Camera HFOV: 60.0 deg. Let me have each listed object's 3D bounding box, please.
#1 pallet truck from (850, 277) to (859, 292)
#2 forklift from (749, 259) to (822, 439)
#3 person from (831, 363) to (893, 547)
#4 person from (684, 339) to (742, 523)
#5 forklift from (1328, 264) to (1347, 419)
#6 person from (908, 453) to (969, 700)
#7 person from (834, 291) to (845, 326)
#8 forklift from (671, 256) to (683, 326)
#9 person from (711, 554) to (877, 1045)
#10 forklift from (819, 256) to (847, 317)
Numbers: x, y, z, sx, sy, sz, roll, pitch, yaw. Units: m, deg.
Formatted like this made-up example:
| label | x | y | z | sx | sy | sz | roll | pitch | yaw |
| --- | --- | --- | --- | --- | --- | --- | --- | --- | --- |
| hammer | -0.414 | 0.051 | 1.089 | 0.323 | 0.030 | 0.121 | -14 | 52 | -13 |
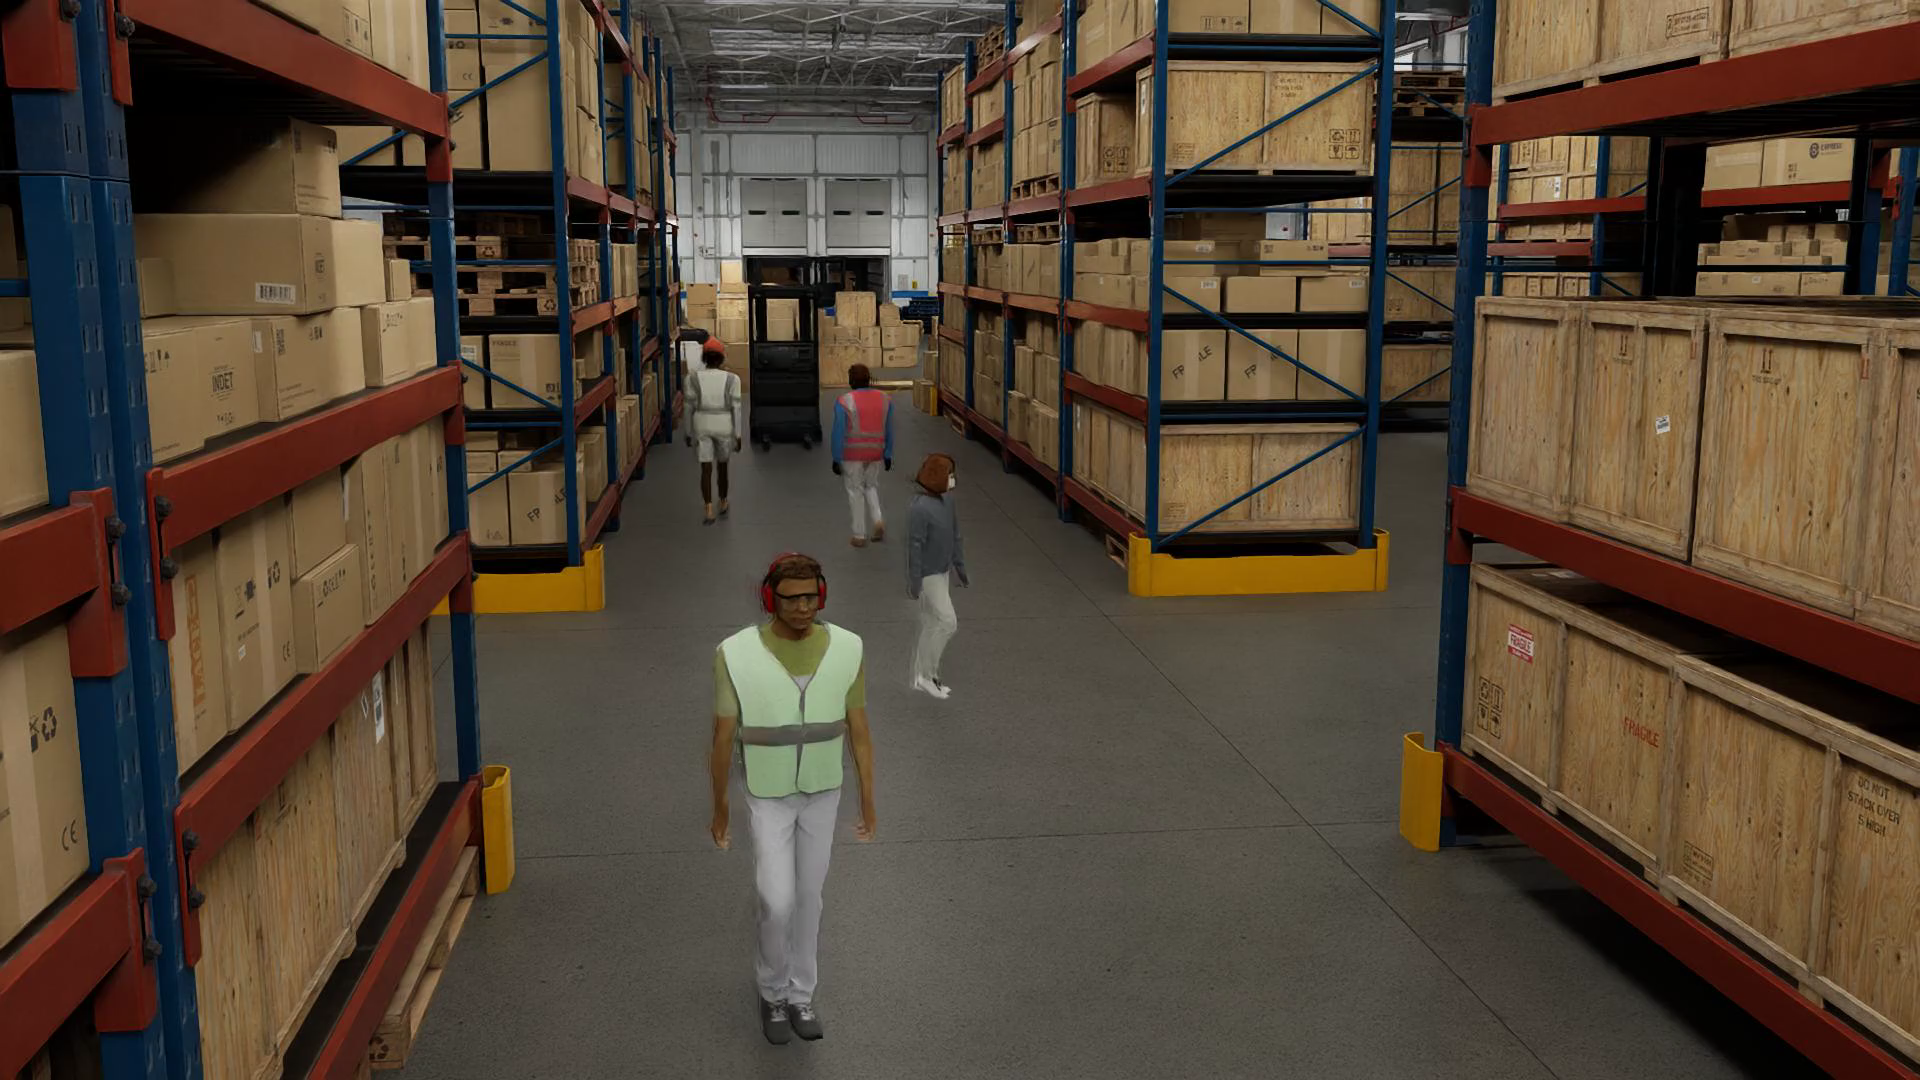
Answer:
| label | x | y | z | sx | sy | sz | roll | pitch | yaw |
| --- | --- | --- | --- | --- | --- | --- | --- | --- | --- |
| pallet truck | -3.782 | -9.391 | 65.808 | 1.885 | 1.965 | 0.823 | 2 | 10 | 10 |
| forklift | -2.817 | -3.088 | 26.545 | 1.129 | 2.768 | 1.873 | -1 | 10 | -7 |
| person | -0.981 | -0.827 | 16.432 | 0.652 | 1.829 | 0.442 | -6 | 12 | -32 |
| person | -2.698 | -1.198 | 18.164 | 0.625 | 1.984 | 1.099 | -1 | 10 | -7 |
| forklift | 4.657 | -2.528 | 23.284 | 1.129 | 2.768 | 1.873 | -1 | 10 | -7 |
| person | -0.140 | 0.238 | 10.858 | 0.449 | 1.618 | 0.509 | 4 | 10 | 20 |
| person | -3.176 | -5.868 | 45.562 | 0.592 | 1.915 | 0.399 | -4 | 11 | -22 |
| forklift | -11.330 | -9.537 | 64.090 | 1.129 | 2.768 | 1.873 | -1 | 10 | -7 |
| person | -0.597 | 0.949 | 6.085 | 0.590 | 1.827 | 0.495 | -5 | 11 | -26 |
| forklift | -4.357 | -8.382 | 57.366 | 1.129 | 2.768 | 1.873 | -6 | 12 | -33 |
